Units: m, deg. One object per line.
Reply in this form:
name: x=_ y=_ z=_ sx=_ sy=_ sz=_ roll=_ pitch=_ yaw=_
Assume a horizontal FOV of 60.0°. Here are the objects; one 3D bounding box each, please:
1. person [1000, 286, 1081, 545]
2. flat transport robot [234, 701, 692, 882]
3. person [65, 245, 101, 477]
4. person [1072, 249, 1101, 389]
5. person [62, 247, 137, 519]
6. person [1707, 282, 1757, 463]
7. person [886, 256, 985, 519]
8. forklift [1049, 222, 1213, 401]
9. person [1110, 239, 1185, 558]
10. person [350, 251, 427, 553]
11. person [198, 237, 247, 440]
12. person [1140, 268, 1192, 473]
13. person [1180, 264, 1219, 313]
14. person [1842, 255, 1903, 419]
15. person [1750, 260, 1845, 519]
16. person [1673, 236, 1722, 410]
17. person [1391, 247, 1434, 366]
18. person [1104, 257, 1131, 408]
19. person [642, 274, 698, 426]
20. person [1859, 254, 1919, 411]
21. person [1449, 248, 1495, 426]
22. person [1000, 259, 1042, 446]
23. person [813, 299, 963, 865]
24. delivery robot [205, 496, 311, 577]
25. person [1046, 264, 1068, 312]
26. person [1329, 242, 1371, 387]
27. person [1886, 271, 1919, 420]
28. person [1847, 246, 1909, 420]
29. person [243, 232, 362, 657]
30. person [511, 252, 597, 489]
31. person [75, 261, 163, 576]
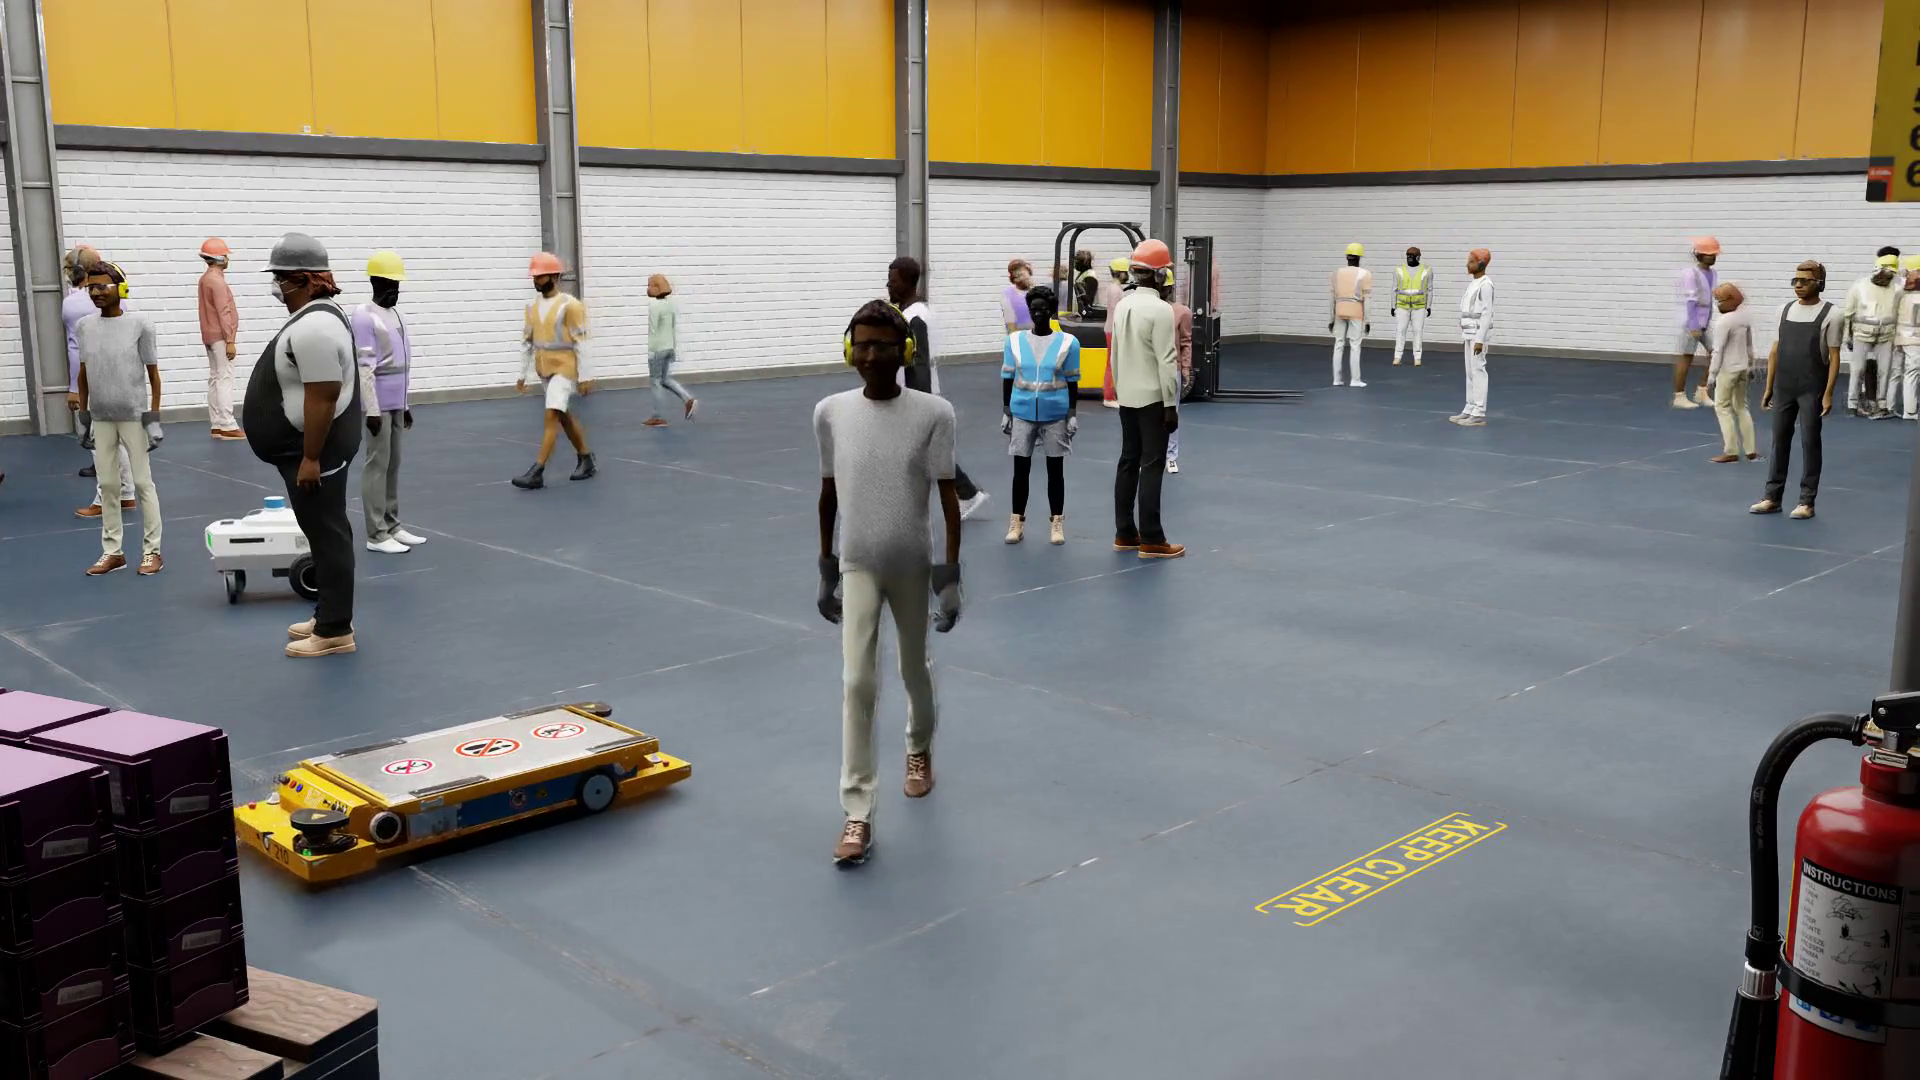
person: x=0.523 y=-0.810 z=10.897 sx=0.530 sy=1.697 sz=0.321 roll=2 pitch=11 yaw=10
flat transport robot: x=-1.717 y=0.836 z=5.816 sx=1.431 sy=0.197 sz=0.652 roll=-10 pitch=14 yaw=-44
person: x=-7.274 y=-1.497 z=13.987 sx=0.360 sy=1.939 sz=0.543 roll=2 pitch=11 yaw=9
person: x=1.629 y=-2.904 z=21.936 sx=0.436 sy=1.831 sz=0.660 roll=-1 pitch=10 yaw=-6
person: x=-6.195 y=-1.121 z=11.936 sx=0.373 sy=1.940 sz=0.629 roll=0 pitch=10 yaw=2
person: x=6.900 y=-1.485 z=14.817 sx=0.632 sy=1.605 sz=0.403 roll=-8 pitch=13 yaw=-36
person: x=-0.294 y=-1.032 z=11.607 sx=0.949 sy=1.887 sz=0.594 roll=-1 pitch=10 yaw=-5
forklift: x=1.935 y=-2.847 z=20.651 sx=2.313 sy=2.155 sz=1.214 roll=2 pitch=11 yaw=13
person: x=1.187 y=-0.887 z=10.500 sx=0.382 sy=1.994 sz=0.623 roll=-5 pitch=12 yaw=-26
person: x=-3.677 y=-0.885 z=10.689 sx=0.383 sy=1.923 sz=0.589 roll=1 pitch=10 yaw=4
person: x=-7.338 y=-1.992 z=16.526 sx=0.374 sy=1.997 sz=0.613 roll=-9 pitch=13 yaw=-39
person: x=1.701 y=-1.442 z=14.162 sx=0.533 sy=1.765 sz=0.323 roll=2 pitch=11 yaw=10
person: x=3.942 y=-3.894 z=27.247 sx=0.888 sy=1.872 sz=0.641 roll=-9 pitch=14 yaw=-41
person: x=10.071 y=-2.246 z=18.426 sx=0.790 sy=1.817 sz=0.406 roll=2 pitch=11 yaw=11
person: x=6.023 y=-1.074 z=11.932 sx=0.344 sy=1.847 sz=0.504 roll=-7 pitch=13 yaw=-35
person: x=8.569 y=-2.494 z=19.234 sx=0.614 sy=2.009 sz=0.624 roll=-7 pitch=12 yaw=-32
person: x=7.029 y=-3.635 z=25.914 sx=0.634 sy=1.839 sz=0.429 roll=3 pitch=11 yaw=18
person: x=1.860 y=-2.433 z=19.565 sx=0.331 sy=1.765 sz=0.533 roll=1 pitch=10 yaw=8
person: x=-3.120 y=-2.008 z=17.642 sx=0.522 sy=1.618 sz=0.504 roll=3 pitch=11 yaw=14
person: x=10.812 y=-2.375 z=19.126 sx=0.784 sy=1.808 sz=0.596 roll=9 pitch=14 yaw=41
person: x=5.498 y=-2.162 z=17.762 sx=0.356 sy=1.884 sz=0.574 roll=0 pitch=10 yaw=2
person: x=0.645 y=-1.783 z=15.935 sx=0.678 sy=1.799 sz=0.427 roll=-9 pitch=14 yaw=-39
person: x=-0.243 y=0.091 z=5.676 sx=0.536 sy=1.822 sz=1.010 roll=1 pitch=10 yaw=6
delivery robot: x=-3.839 y=-0.001 z=9.350 sx=0.707 sy=0.478 sz=0.477 roll=-2 pitch=11 yaw=-10
person: x=1.418 y=-3.256 z=24.490 sx=0.505 sy=1.614 sz=0.695 roll=8 pitch=13 yaw=37
person: x=5.230 y=-3.012 z=22.275 sx=0.588 sy=1.925 sz=0.379 roll=8 pitch=13 yaw=39
person: x=10.432 y=-2.133 z=18.282 sx=0.315 sy=1.636 sz=0.515 roll=-3 pitch=11 yaw=-15
person: x=10.234 y=-2.312 z=18.519 sx=0.612 sy=1.918 sz=0.986 roll=2 pitch=11 yaw=10
person: x=-3.180 y=-0.463 z=8.067 sx=0.537 sy=2.000 sz=0.682 roll=-3 pitch=11 yaw=-18
person: x=-3.300 y=-1.377 z=13.480 sx=0.565 sy=1.886 sz=0.994 roll=6 pitch=12 yaw=32
person: x=-5.018 y=-0.713 z=9.912 sx=0.508 sy=1.867 sz=0.329 roll=0 pitch=10 yaw=0
